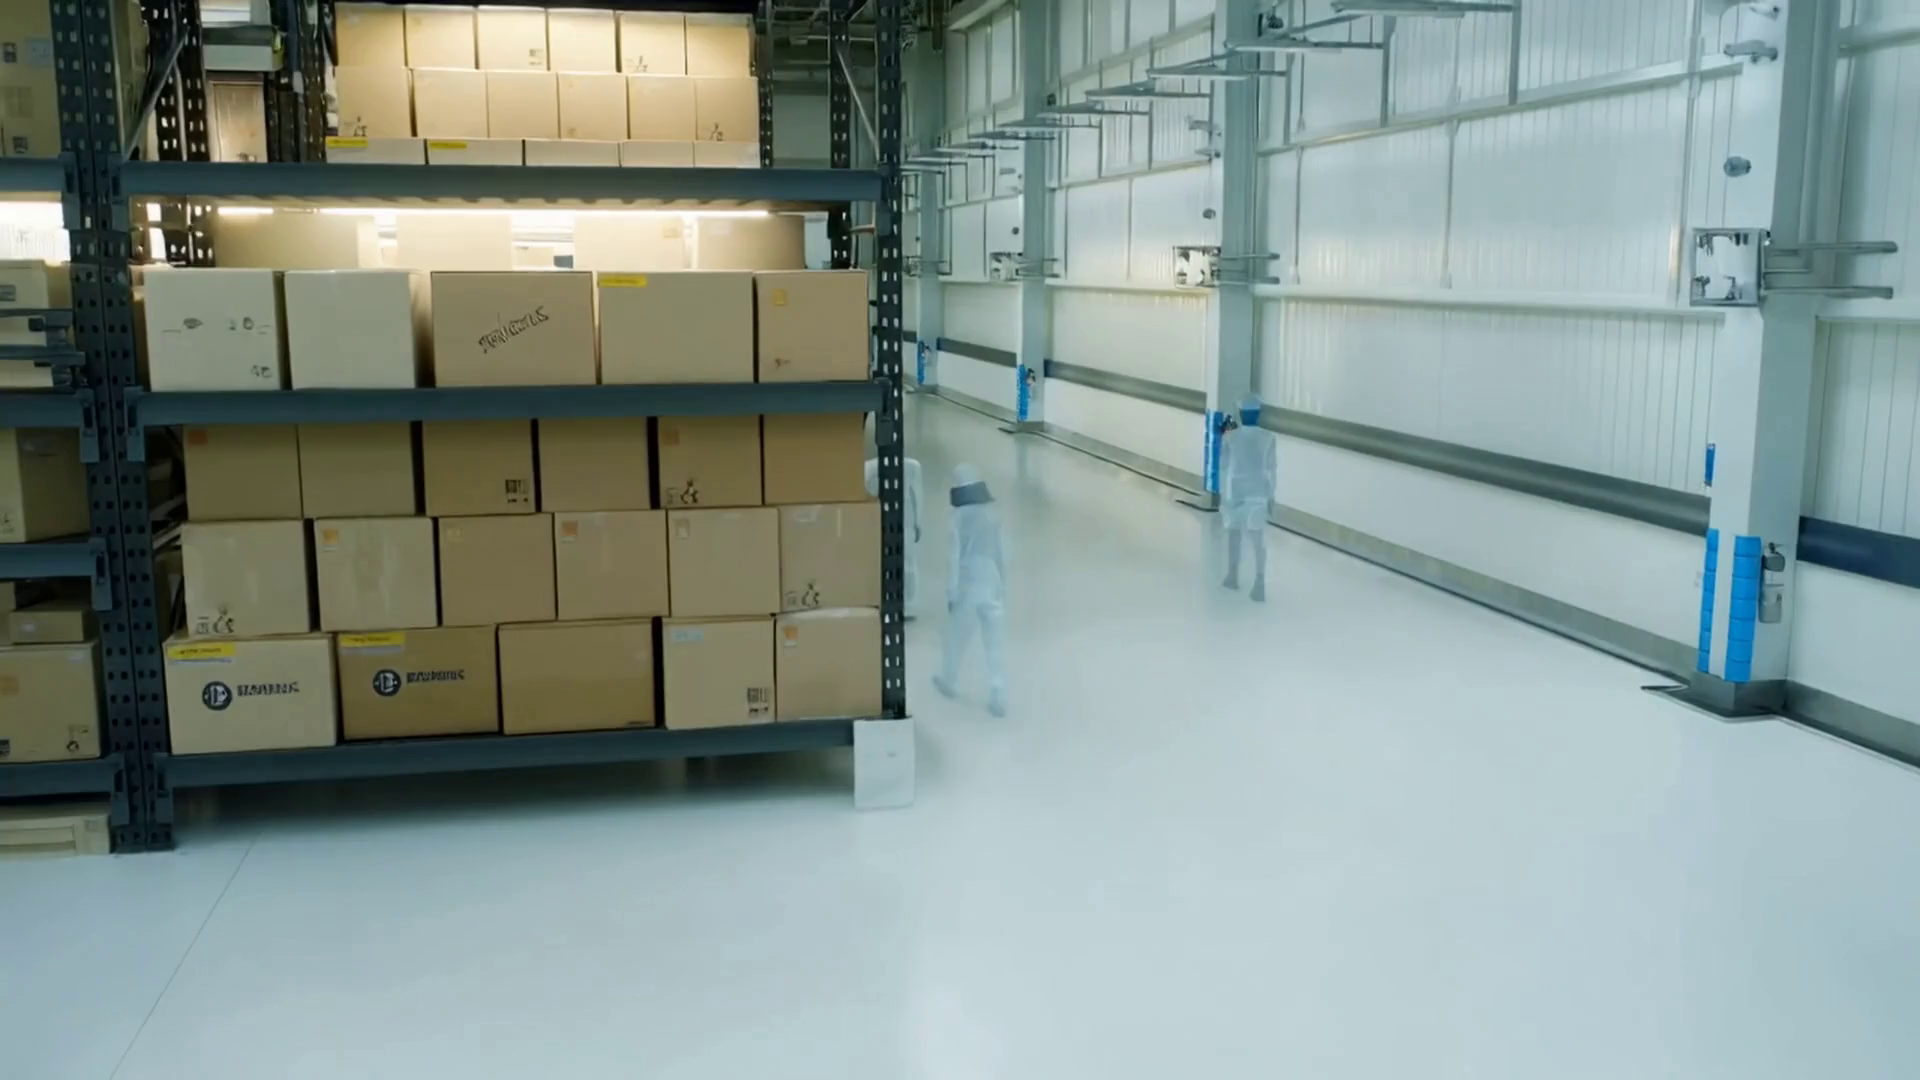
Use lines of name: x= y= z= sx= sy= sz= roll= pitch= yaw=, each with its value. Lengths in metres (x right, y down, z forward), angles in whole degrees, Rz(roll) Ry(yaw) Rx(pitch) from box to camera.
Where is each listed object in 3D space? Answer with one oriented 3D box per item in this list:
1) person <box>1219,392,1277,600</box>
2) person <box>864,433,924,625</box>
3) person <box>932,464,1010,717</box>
person: x=2.662 y=-0.414 z=15.331 sx=0.558 sy=1.900 sz=0.966 roll=-1 pitch=9 yaw=-5
person: x=-0.589 y=-0.142 z=14.090 sx=0.563 sy=1.753 sz=0.327 roll=-2 pitch=10 yaw=-11
person: x=0.076 y=0.325 z=11.391 sx=0.501 sy=1.690 sz=0.879 roll=-5 pitch=11 yaw=-28
